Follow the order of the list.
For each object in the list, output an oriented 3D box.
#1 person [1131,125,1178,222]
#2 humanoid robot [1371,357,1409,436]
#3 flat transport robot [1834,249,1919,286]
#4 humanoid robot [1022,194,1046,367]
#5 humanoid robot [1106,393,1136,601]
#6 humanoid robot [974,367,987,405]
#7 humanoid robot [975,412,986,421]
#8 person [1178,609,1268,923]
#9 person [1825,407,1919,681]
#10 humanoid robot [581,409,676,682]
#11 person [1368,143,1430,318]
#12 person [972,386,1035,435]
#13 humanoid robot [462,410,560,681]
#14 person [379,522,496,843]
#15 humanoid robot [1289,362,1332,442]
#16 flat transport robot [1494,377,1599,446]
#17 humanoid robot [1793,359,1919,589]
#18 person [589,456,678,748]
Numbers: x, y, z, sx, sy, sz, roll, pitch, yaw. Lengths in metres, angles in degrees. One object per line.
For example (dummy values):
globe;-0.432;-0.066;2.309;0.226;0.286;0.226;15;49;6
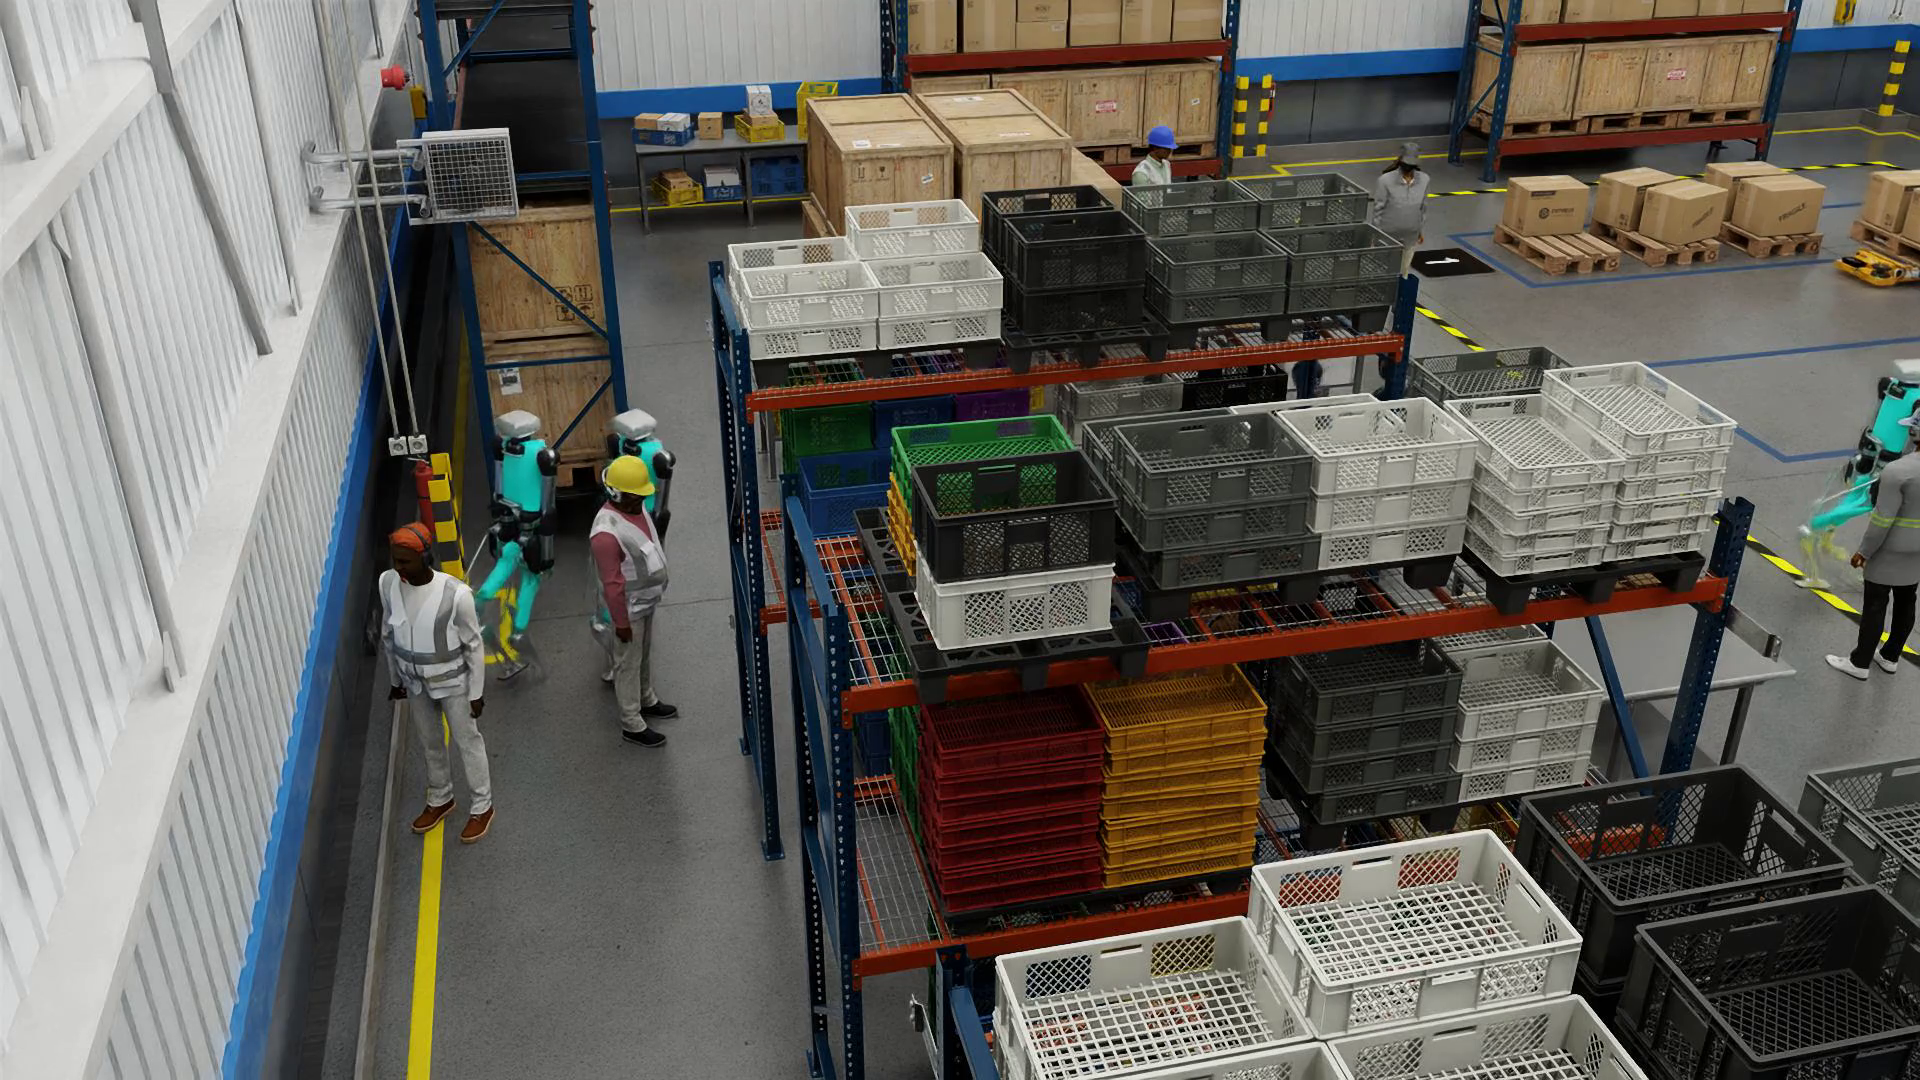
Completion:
person;1.846;-3.015;15.980;0.412;1.939;0.602;18;32;30
humanoid robot;2.885;-0.533;11.543;0.359;1.653;0.609;16;32;27
flat transport robot;10.106;-2.935;17.586;1.431;0.197;0.652;-6;28;-12
humanoid robot;0.364;-2.113;14.540;1.017;1.779;0.535;-8;29;-16
humanoid robot;0.901;-0.266;11.107;0.806;1.618;0.586;4;28;7
humanoid robot;0.126;-0.434;11.394;0.731;1.633;0.613;15;31;27
humanoid robot;0.425;-0.052;10.595;0.890;1.771;0.530;-16;32;-28
person;1.222;1.164;8.166;0.622;1.835;0.431;-17;32;-29
person;5.817;0.012;10.331;0.587;1.848;0.397;-7;29;-13
humanoid robot;-2.127;0.163;10.261;0.548;1.865;0.820;21;34;34
person;4.224;-2.975;16.087;0.562;1.762;0.402;-5;28;-10
person;0.159;-0.144;10.451;0.776;2.012;0.624;-21;35;-35
humanoid robot;-2.813;0.150;10.222;0.540;1.789;0.844;18;33;31
person;-2.797;0.762;8.870;0.582;1.882;0.350;9;29;16
humanoid robot;2.391;-0.444;11.396;0.351;1.639;0.608;14;31;25
flat transport robot;4.780;-1.036;14.013;0.659;0.231;1.431;-6;28;-12
humanoid robot;6.010;-0.377;11.166;0.965;1.731;0.546;-1;28;-2
person;-1.897;0.343;9.730;0.403;1.822;0.588;3;28;6
